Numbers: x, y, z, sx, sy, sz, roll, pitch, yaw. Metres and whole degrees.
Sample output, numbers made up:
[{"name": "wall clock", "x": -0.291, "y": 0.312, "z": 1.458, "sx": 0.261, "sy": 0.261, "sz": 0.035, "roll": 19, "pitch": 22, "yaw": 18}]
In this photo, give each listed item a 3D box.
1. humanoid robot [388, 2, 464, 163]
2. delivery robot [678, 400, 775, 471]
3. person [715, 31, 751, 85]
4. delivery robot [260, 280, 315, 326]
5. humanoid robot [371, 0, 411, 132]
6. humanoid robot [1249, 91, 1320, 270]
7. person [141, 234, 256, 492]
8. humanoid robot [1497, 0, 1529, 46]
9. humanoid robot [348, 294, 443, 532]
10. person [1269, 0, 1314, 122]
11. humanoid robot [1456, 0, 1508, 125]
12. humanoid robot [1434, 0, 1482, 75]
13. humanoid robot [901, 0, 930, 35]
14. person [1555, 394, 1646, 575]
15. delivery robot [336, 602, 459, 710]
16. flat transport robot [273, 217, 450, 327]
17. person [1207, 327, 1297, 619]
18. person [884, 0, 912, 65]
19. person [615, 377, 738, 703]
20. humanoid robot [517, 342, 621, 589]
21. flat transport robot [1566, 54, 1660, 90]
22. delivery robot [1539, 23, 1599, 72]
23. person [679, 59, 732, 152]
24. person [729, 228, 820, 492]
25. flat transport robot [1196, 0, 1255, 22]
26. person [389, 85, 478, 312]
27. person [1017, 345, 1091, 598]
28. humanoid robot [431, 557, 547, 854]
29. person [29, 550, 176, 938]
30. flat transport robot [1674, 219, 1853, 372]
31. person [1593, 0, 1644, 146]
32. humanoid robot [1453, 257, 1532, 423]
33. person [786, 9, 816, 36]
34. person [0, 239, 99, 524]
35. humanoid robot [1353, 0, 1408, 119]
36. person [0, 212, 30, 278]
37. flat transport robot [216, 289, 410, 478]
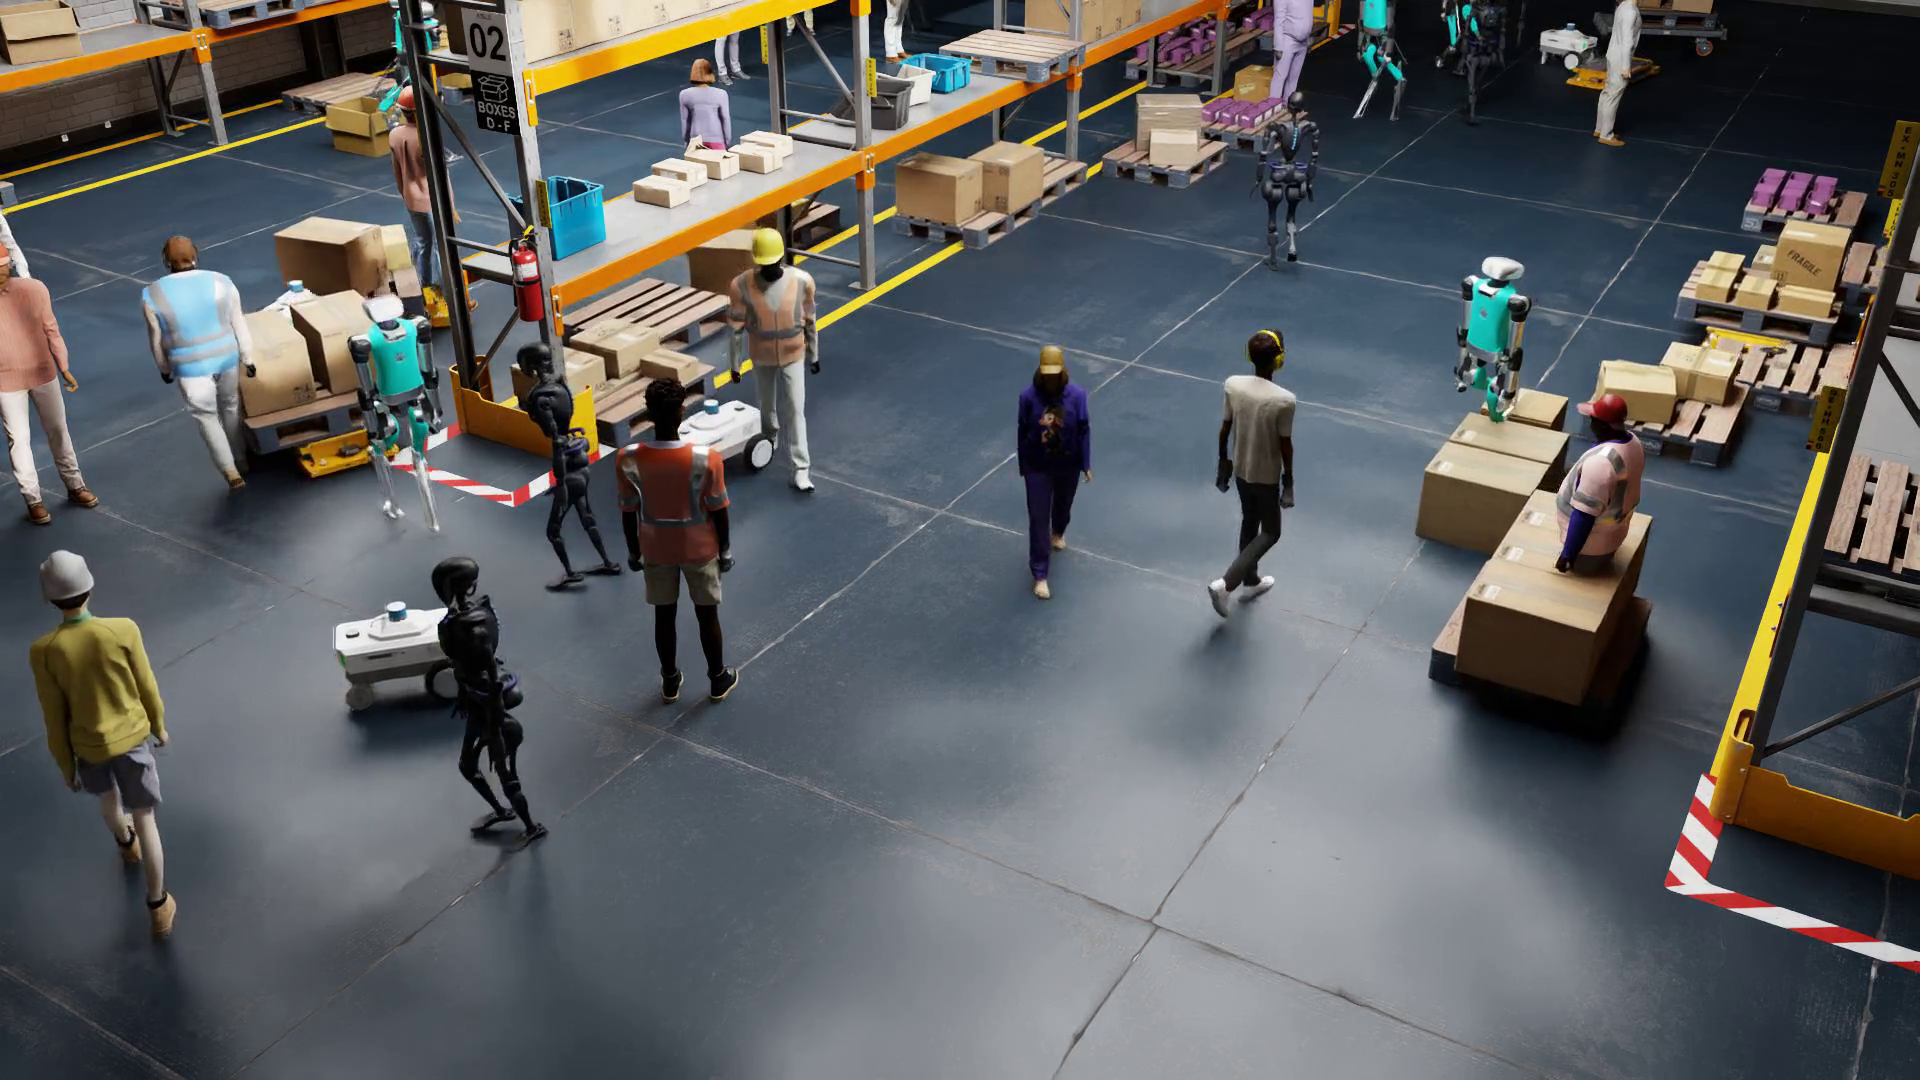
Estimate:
[{"name": "humanoid robot", "x": -5.985, "y": -4.939, "z": 18.211, "sx": 0.886, "sy": 1.782, "sz": 0.568, "roll": -19, "pitch": 35, "yaw": -30}, {"name": "delivery robot", "x": -1.748, "y": -0.721, "z": 11.930, "sx": 0.499, "sy": 0.598, "sz": 0.789, "roll": 23, "pitch": 37, "yaw": 35}, {"name": "person", "x": -3.011, "y": -6.902, "z": 21.441, "sx": 0.419, "sy": 1.955, "sz": 0.490, "roll": 22, "pitch": 36, "yaw": 33}, {"name": "delivery robot", "x": -5.520, "y": -1.894, "z": 14.016, "sx": 0.499, "sy": 0.609, "sz": 0.784, "roll": 8, "pitch": 30, "yaw": 13}, {"name": "humanoid robot", "x": -6.391, "y": -5.185, "z": 18.617, "sx": 0.790, "sy": 1.779, "sz": 0.608, "roll": -7, "pitch": 30, "yaw": -13}, {"name": "humanoid robot", "x": 2.996, "y": -3.327, "z": 15.402, "sx": 0.609, "sy": 1.647, "sz": 0.332, "roll": -3, "pitch": 30, "yaw": -5}, {"name": "person", "x": -5.197, "y": -1.203, "z": 11.504, "sx": 0.632, "sy": 1.810, "sz": 0.738, "roll": -22, "pitch": 36, "yaw": -33}, {"name": "humanoid robot", "x": 7.855, "y": -7.820, "z": 23.387, "sx": 0.602, "sy": 1.626, "sz": 0.753, "roll": 5, "pitch": 30, "yaw": 8}, {"name": "humanoid robot", "x": -3.772, "y": -0.851, "z": 10.978, "sx": 0.555, "sy": 1.772, "sz": 0.913, "roll": -23, "pitch": 37, "yaw": -35}, {"name": "person", "x": 3.944, "y": -5.869, "z": 19.660, "sx": 0.638, "sy": 1.910, "sz": 0.410, "roll": -24, "pitch": 37, "yaw": -36}, {"name": "humanoid robot", "x": 6.224, "y": -5.792, "z": 19.801, "sx": 0.590, "sy": 1.624, "sz": 0.774, "roll": -6, "pitch": 30, "yaw": -11}, {"name": "humanoid robot", "x": 6.577, "y": -6.903, "z": 21.637, "sx": 0.545, "sy": 1.728, "sz": 0.954, "roll": -5, "pitch": 30, "yaw": -9}, {"name": "humanoid robot", "x": -0.683, "y": -8.129, "z": 23.901, "sx": 0.390, "sy": 1.643, "sz": 0.584, "roll": 24, "pitch": 37, "yaw": 35}, {"name": "person", "x": 3.585, "y": -0.023, "z": 9.488, "sx": 0.418, "sy": 1.747, "sz": 0.599, "roll": 22, "pitch": 36, "yaw": 33}, {"name": "delivery robot", "x": -3.154, "y": 0.635, "z": 9.546, "sx": 0.796, "sy": 0.613, "sz": 0.499, "roll": -9, "pitch": 31, "yaw": -15}, {"name": "flat transport robot", "x": -5.128, "y": -1.971, "z": 14.428, "sx": 1.431, "sy": 0.231, "sz": 0.659, "roll": -11, "pitch": 31, "yaw": -18}, {"name": "person", "x": 1.766, "y": -0.388, "z": 10.017, "sx": 0.681, "sy": 1.854, "sz": 0.520, "roll": -24, "pitch": 37, "yaw": -36}, {"name": "person", "x": -0.839, "y": -7.397, "z": 22.332, "sx": 0.351, "sy": 1.937, "sz": 0.634, "roll": 10, "pitch": 31, "yaw": 16}, {"name": "person", "x": -1.548, "y": 0.029, "z": 9.168, "sx": 0.602, "sy": 1.966, "sz": 0.372, "roll": 2, "pitch": 30, "yaw": 3}, {"name": "humanoid robot", "x": -2.434, "y": -0.467, "z": 10.349, "sx": 0.427, "sy": 1.639, "sz": 0.610, "roll": -4, "pitch": 30, "yaw": -7}, {"name": "flat transport robot", "x": 8.568, "y": -6.123, "z": 21.773, "sx": 0.659, "sy": 0.231, "sz": 1.431, "roll": 24, "pitch": 37, "yaw": 36}, {"name": "delivery robot", "x": 8.202, "y": -6.627, "z": 22.389, "sx": 0.499, "sy": 0.609, "sz": 0.781, "roll": -24, "pitch": 37, "yaw": -35}, {"name": "person", "x": -2.517, "y": -3.959, "z": 16.564, "sx": 0.498, "sy": 1.629, "sz": 0.288, "roll": 2, "pitch": 30, "yaw": 4}, {"name": "person", "x": -1.298, "y": -1.296, "z": 11.613, "sx": 0.634, "sy": 1.894, "sz": 0.894, "roll": -4, "pitch": 30, "yaw": -7}, {"name": "flat transport robot", "x": 3.849, "y": -7.932, "z": 24.974, "sx": 0.659, "sy": 0.231, "sz": 1.431, "roll": 17, "pitch": 34, "yaw": 27}, {"name": "person", "x": -4.577, "y": -2.916, "z": 14.348, "sx": 0.610, "sy": 1.995, "sz": 0.376, "roll": 17, "pitch": 34, "yaw": 27}, {"name": "person", "x": 0.582, "y": -0.518, "z": 10.511, "sx": 0.448, "sy": 1.589, "sz": 0.819, "roll": -2, "pitch": 30, "yaw": -3}, {"name": "humanoid robot", "x": -2.287, "y": 0.812, "z": 8.083, "sx": 0.353, "sy": 1.648, "sz": 0.602, "roll": -18, "pitch": 34, "yaw": -29}, {"name": "person", "x": -3.959, "y": 0.904, "z": 7.760, "sx": 0.479, "sy": 1.830, "sz": 0.937, "roll": -11, "pitch": 31, "yaw": -19}, {"name": "flat transport robot", "x": 6.727, "y": -1.780, "z": 14.091, "sx": 0.659, "sy": 0.231, "sz": 1.431, "roll": 16, "pitch": 33, "yaw": 27}, {"name": "person", "x": 7.564, "y": -5.487, "z": 18.998, "sx": 0.357, "sy": 1.896, "sz": 0.562, "roll": 5, "pitch": 30, "yaw": 8}, {"name": "humanoid robot", "x": 3.771, "y": -1.157, "z": 11.532, "sx": 1.036, "sy": 1.747, "sz": 0.545, "roll": -18, "pitch": 34, "yaw": -29}, {"name": "person", "x": -2.322, "y": -8.088, "z": 23.762, "sx": 0.570, "sy": 1.737, "sz": 0.398, "roll": -6, "pitch": 30, "yaw": -11}, {"name": "person", "x": -6.250, "y": -1.087, "z": 11.113, "sx": 0.376, "sy": 1.995, "sz": 0.610, "roll": 25, "pitch": 38, "yaw": 37}, {"name": "humanoid robot", "x": 5.115, "y": -5.892, "z": 19.929, "sx": 0.794, "sy": 1.803, "sz": 0.532, "roll": -21, "pitch": 36, "yaw": -32}, {"name": "person", "x": -7.627, "y": -2.027, "z": 13.026, "sx": 0.740, "sy": 1.743, "sz": 0.511, "roll": -6, "pitch": 30, "yaw": -11}, {"name": "flat transport robot", "x": -4.798, "y": -0.875, "z": 12.489, "sx": 0.659, "sy": 0.231, "sz": 1.431, "roll": -21, "pitch": 35, "yaw": -32}]
